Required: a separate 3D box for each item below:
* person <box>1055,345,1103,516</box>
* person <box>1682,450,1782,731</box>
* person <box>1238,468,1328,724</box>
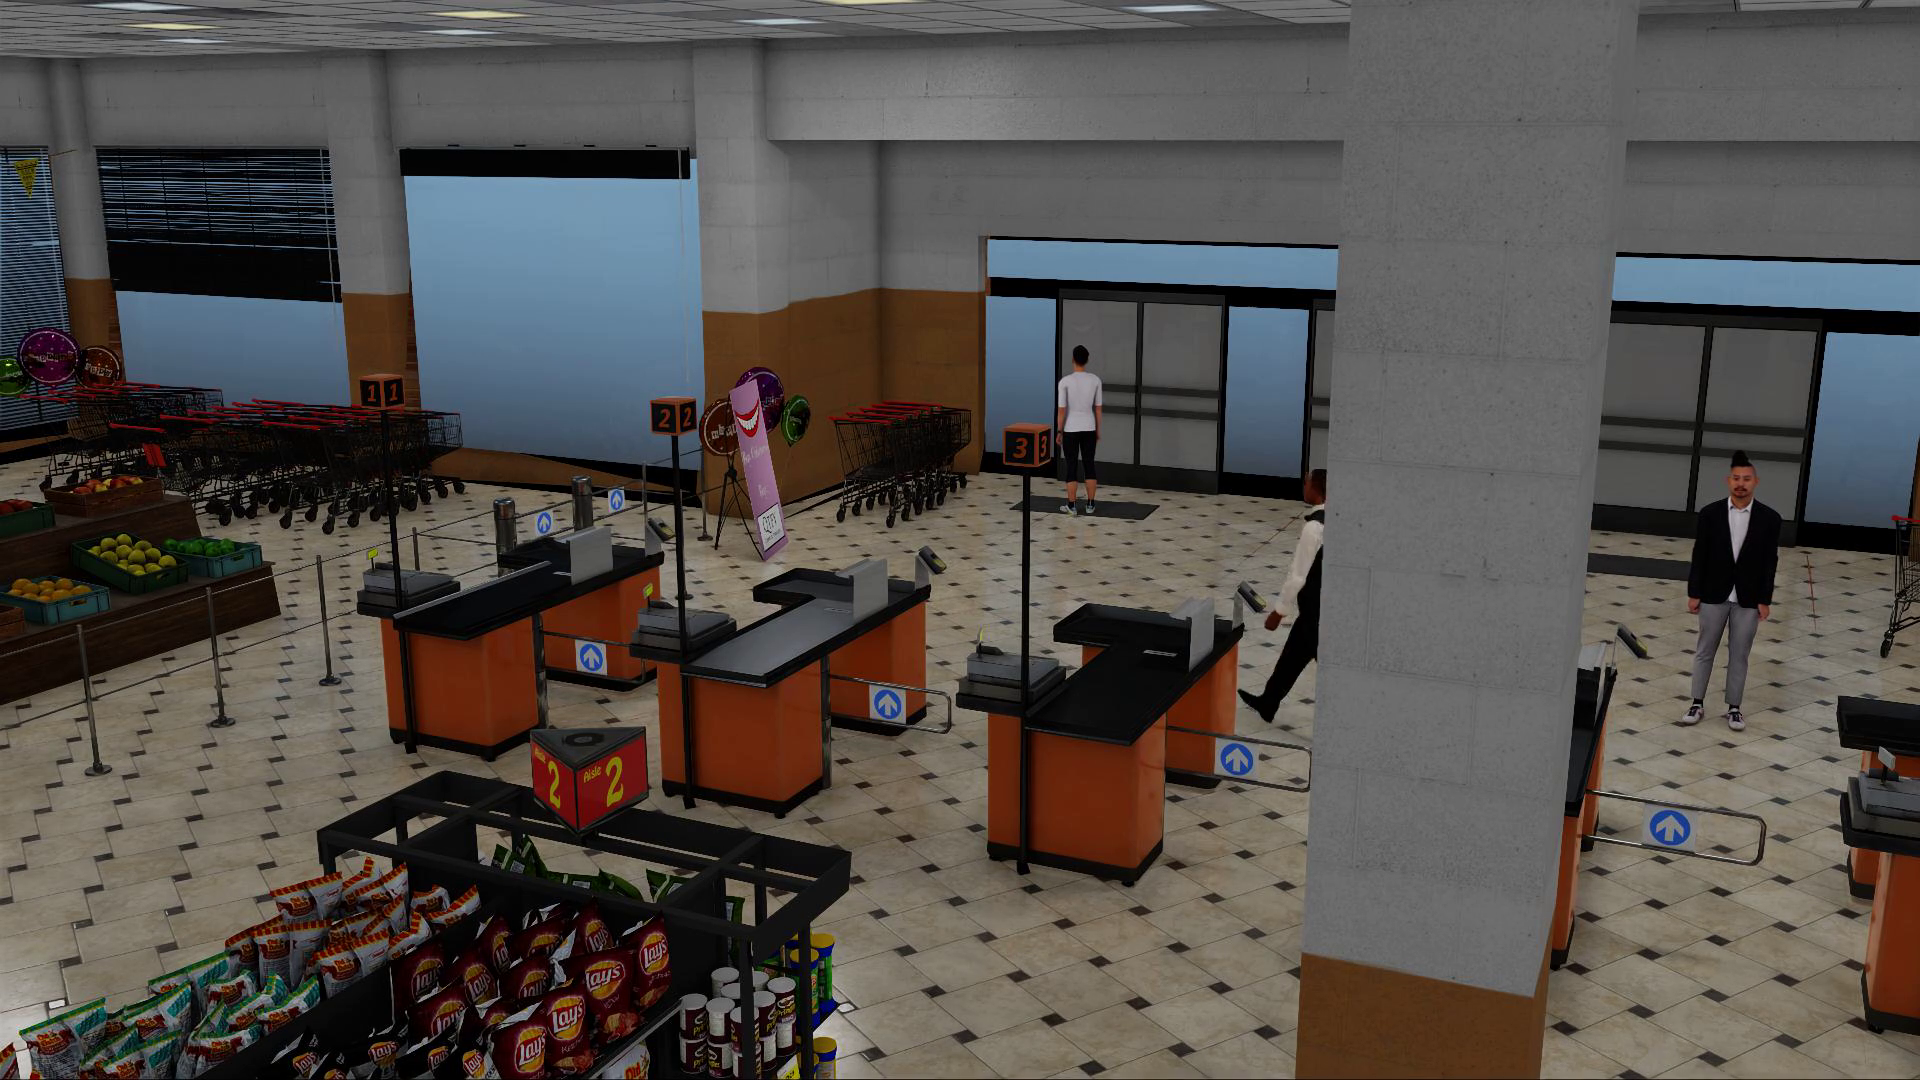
[{"bbox_3d":[1.305,-1.198,18.114,0.759,1.851,0.789,-3,14,-12],"label":"person"},{"bbox_3d":[5.360,0.340,11.562,0.691,1.950,0.565,6,15,24],"label":"person"},{"bbox_3d":[2.486,0.509,11.044,0.922,1.866,1.240,9,16,33],"label":"person"}]
